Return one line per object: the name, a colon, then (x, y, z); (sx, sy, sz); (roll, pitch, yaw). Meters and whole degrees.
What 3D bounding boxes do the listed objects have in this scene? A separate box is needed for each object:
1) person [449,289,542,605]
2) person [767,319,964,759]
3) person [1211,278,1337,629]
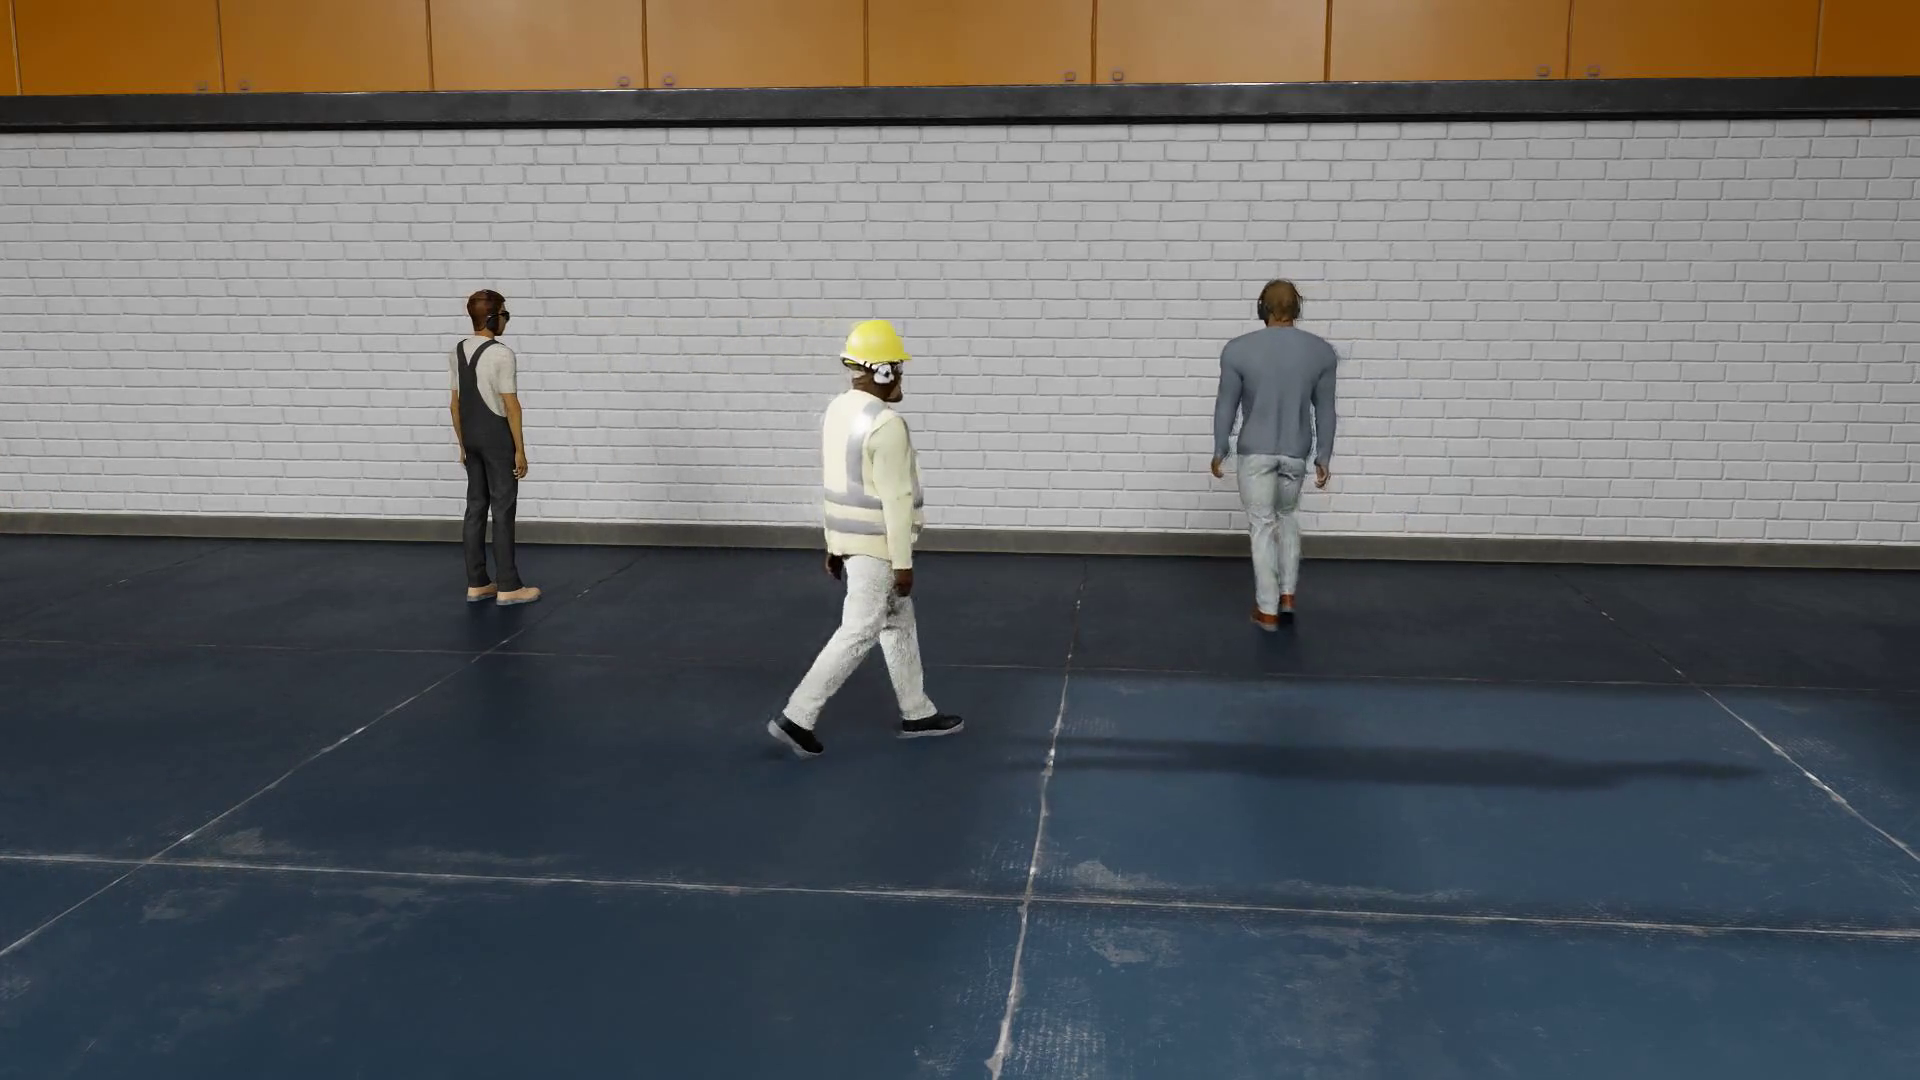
person: (-2.744, -0.539, 9.755); (0.516, 1.844, 0.332); (6, 12, 31)
person: (-0.402, -0.002, 6.832); (0.894, 1.802, 0.597); (-5, 11, -25)
person: (1.710, -0.476, 9.203); (0.632, 1.920, 0.573); (-1, 10, -7)
